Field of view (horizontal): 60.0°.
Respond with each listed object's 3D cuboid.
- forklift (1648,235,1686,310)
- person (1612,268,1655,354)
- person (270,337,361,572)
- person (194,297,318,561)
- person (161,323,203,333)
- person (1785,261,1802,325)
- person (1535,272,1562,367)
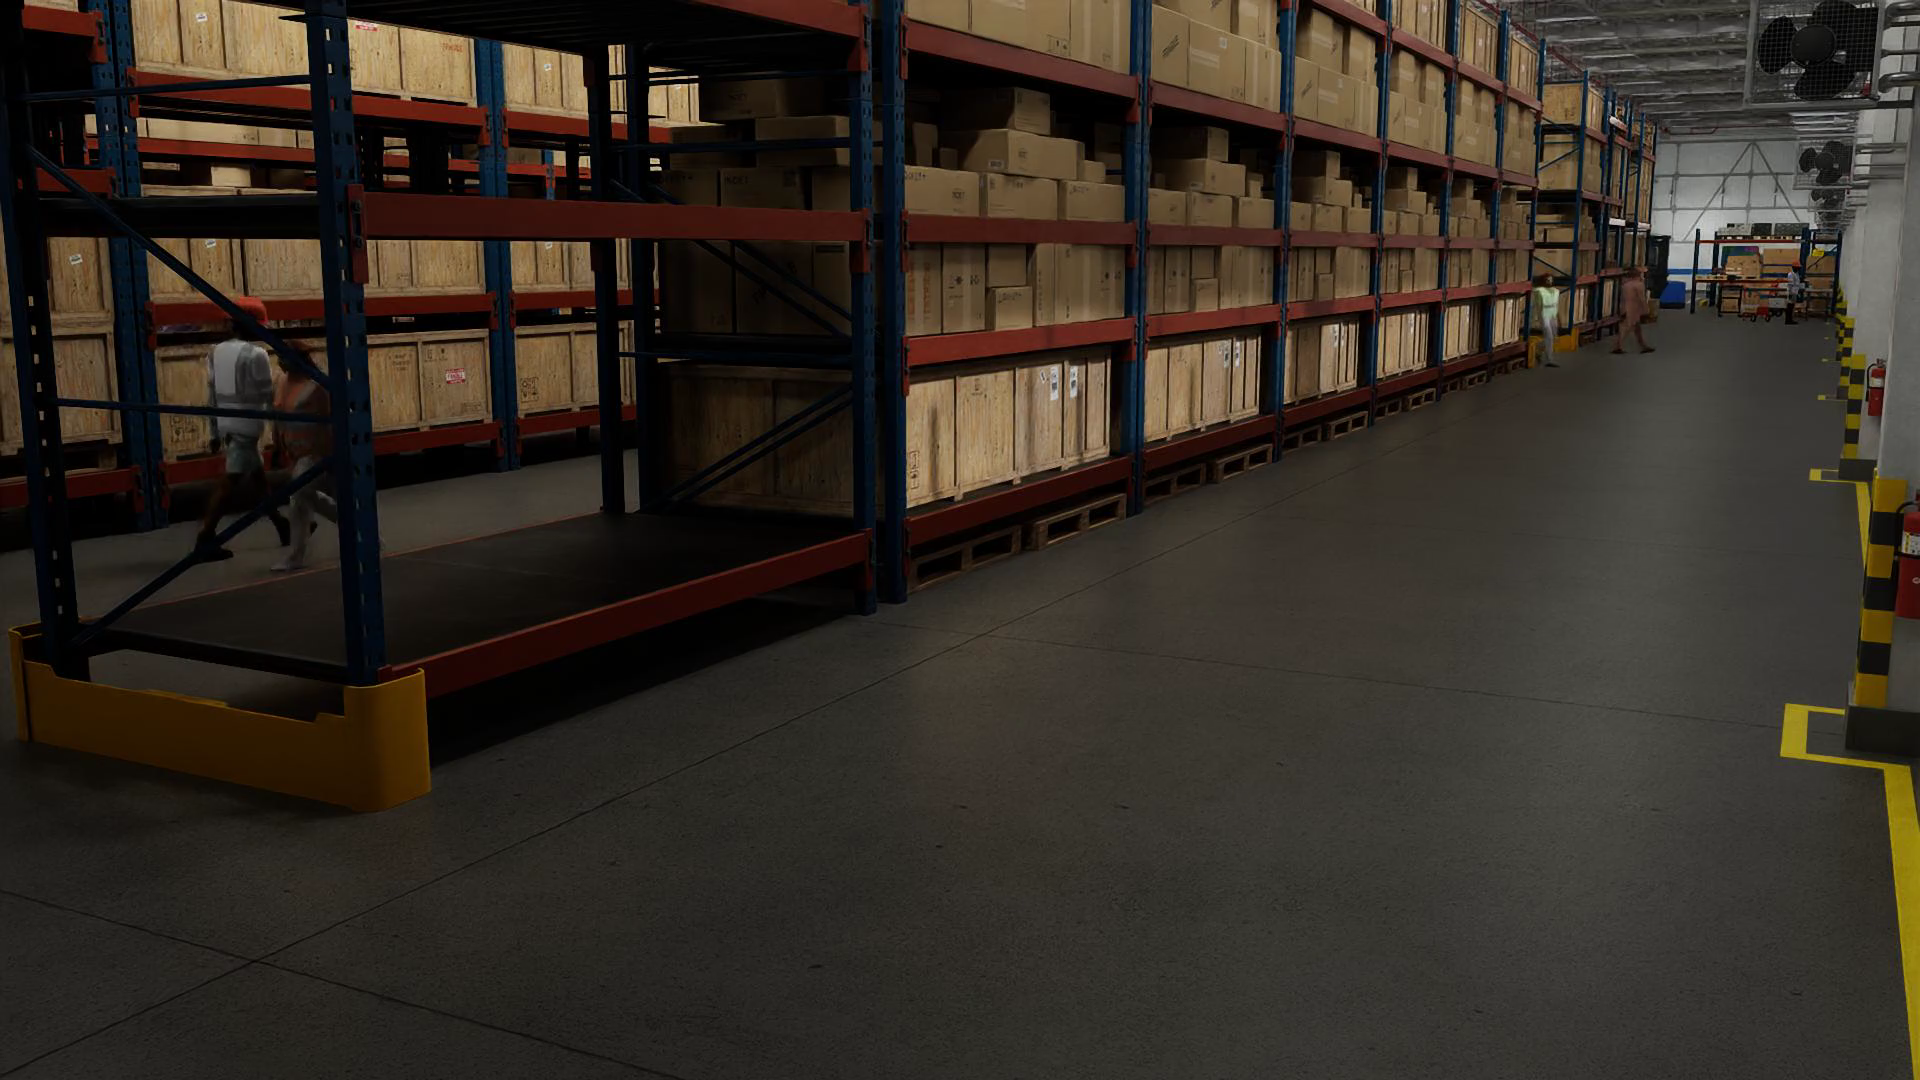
[{"bbox_3d":[26.383,-10.108,62.866,1.873,2.768,1.129,-2,10,-11],"label":"forklift"},{"bbox_3d":[14.589,-4.937,35.918,1.019,1.853,0.652,-1,10,-3],"label":"person"},{"bbox_3d":[-4.504,-0.618,11.599,0.509,1.606,0.768,7,12,36],"label":"person"},{"bbox_3d":[-5.144,-0.804,11.969,0.545,1.871,1.070,6,12,32],"label":"person"},{"bbox_3d":[-8.423,-1.901,18.260,0.636,1.875,1.051,4,11,24],"label":"person"},{"bbox_3d":[25.382,-7.524,50.631,0.542,1.938,0.358,-9,13,-43],"label":"person"},{"bbox_3d":[11.268,-4.221,31.872,0.587,1.810,0.634,-6,12,-31],"label":"person"}]
